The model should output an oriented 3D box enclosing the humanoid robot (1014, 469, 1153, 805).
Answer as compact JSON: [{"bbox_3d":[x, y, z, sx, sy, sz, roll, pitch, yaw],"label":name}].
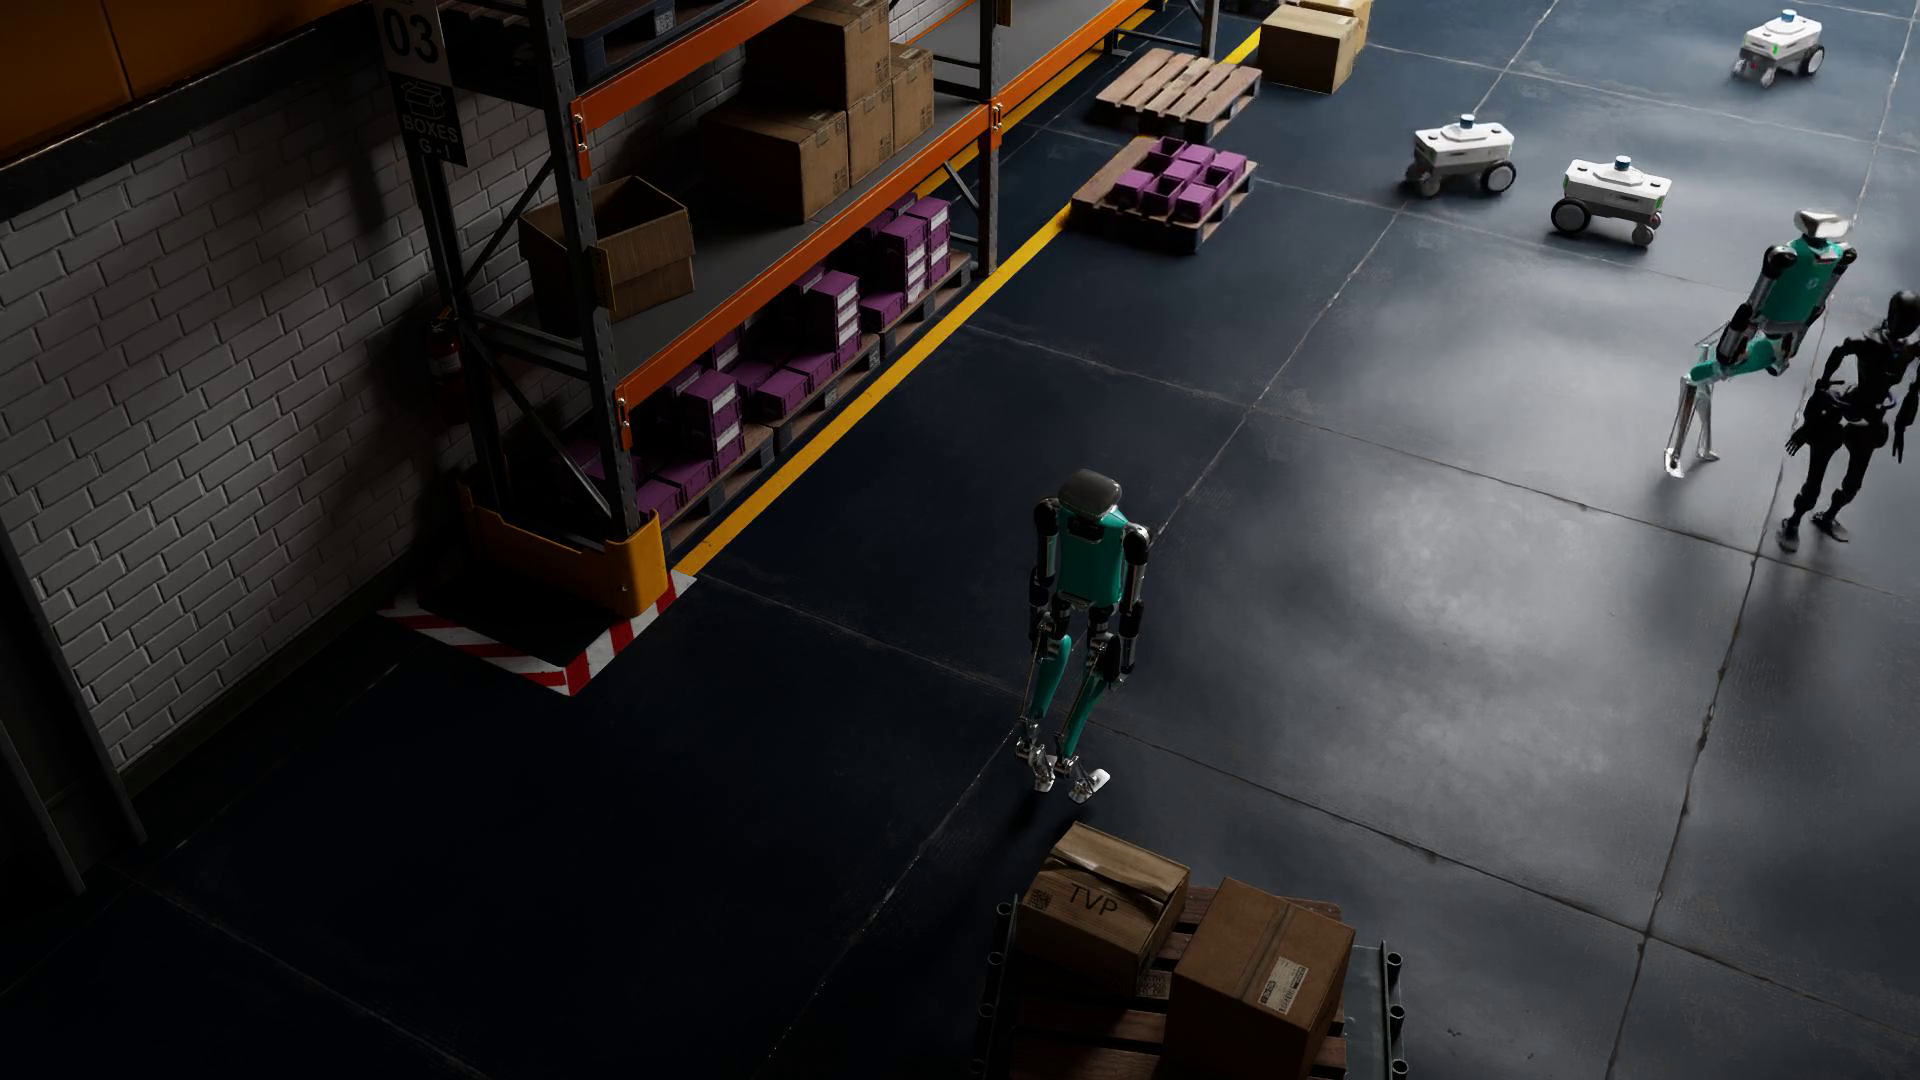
[{"bbox_3d":[0.449,0.537,7.265,0.533,1.677,0.735,19,42,22],"label":"humanoid robot"}]

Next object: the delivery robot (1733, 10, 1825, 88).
[{"bbox_3d":[7.061,-4.261,14.313,0.775,0.589,0.499,-25,45,-28],"label":"delivery robot"}]

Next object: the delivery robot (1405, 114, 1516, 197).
[{"bbox_3d":[3.828,-2.947,12.673,0.791,0.592,0.499,-8,39,-10],"label":"delivery robot"}]

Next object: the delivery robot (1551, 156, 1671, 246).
[{"bbox_3d":[4.761,-2.516,12.113,0.739,0.566,0.499,19,42,22],"label":"delivery robot"}]

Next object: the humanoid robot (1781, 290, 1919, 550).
[{"bbox_3d":[4.771,-0.630,8.880,0.590,1.636,0.327,2,39,3],"label":"humanoid robot"}]

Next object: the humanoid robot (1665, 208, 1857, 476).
[{"bbox_3d":[4.475,-1.163,9.503,0.585,1.774,0.715,-10,40,-12],"label":"humanoid robot"}]
